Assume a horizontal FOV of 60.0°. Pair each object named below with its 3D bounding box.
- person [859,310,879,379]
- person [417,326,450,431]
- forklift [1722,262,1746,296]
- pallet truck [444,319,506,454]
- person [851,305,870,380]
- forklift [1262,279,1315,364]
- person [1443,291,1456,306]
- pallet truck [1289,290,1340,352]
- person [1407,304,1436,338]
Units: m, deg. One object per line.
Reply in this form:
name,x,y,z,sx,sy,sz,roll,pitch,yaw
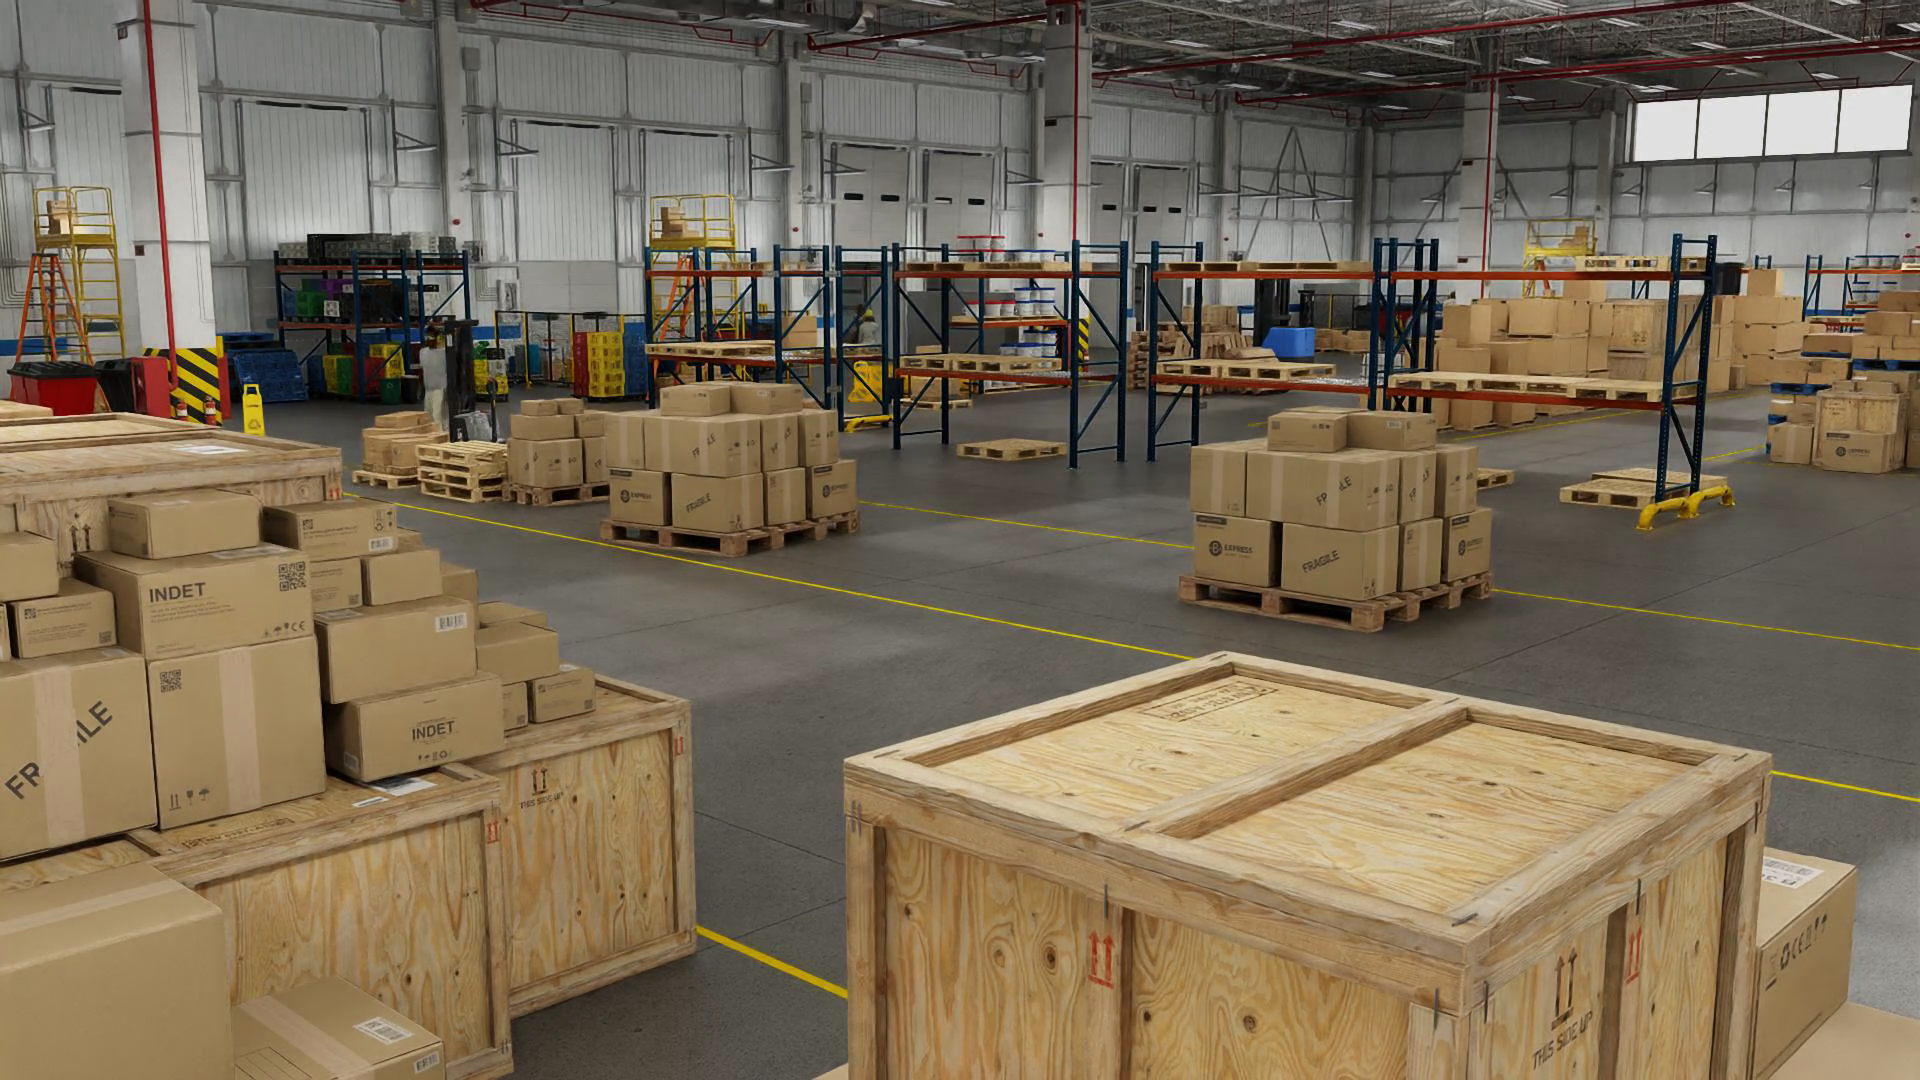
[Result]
person,-2.132,-4.515,38.850,0.497,1.700,0.915,1,9,4
person,-7.563,-2.173,24.013,0.531,1.854,0.661,3,10,20
forklift,20.646,-6.037,44.560,1.873,2.768,1.129,6,11,35
pallet truck,-6.981,-1.942,22.150,1.885,1.965,0.823,1,9,9
person,-2.357,-4.754,40.016,0.533,1.791,0.953,2,9,11
forklift,8.555,-6.090,44.881,1.873,2.768,1.129,9,13,43
person,16.026,-7.137,54.203,0.627,1.935,0.372,9,13,44
pallet truck,11.297,-6.951,52.861,1.885,1.965,0.823,-5,11,-29
person,10.354,-4.394,37.420,0.641,1.922,0.712,5,10,26
